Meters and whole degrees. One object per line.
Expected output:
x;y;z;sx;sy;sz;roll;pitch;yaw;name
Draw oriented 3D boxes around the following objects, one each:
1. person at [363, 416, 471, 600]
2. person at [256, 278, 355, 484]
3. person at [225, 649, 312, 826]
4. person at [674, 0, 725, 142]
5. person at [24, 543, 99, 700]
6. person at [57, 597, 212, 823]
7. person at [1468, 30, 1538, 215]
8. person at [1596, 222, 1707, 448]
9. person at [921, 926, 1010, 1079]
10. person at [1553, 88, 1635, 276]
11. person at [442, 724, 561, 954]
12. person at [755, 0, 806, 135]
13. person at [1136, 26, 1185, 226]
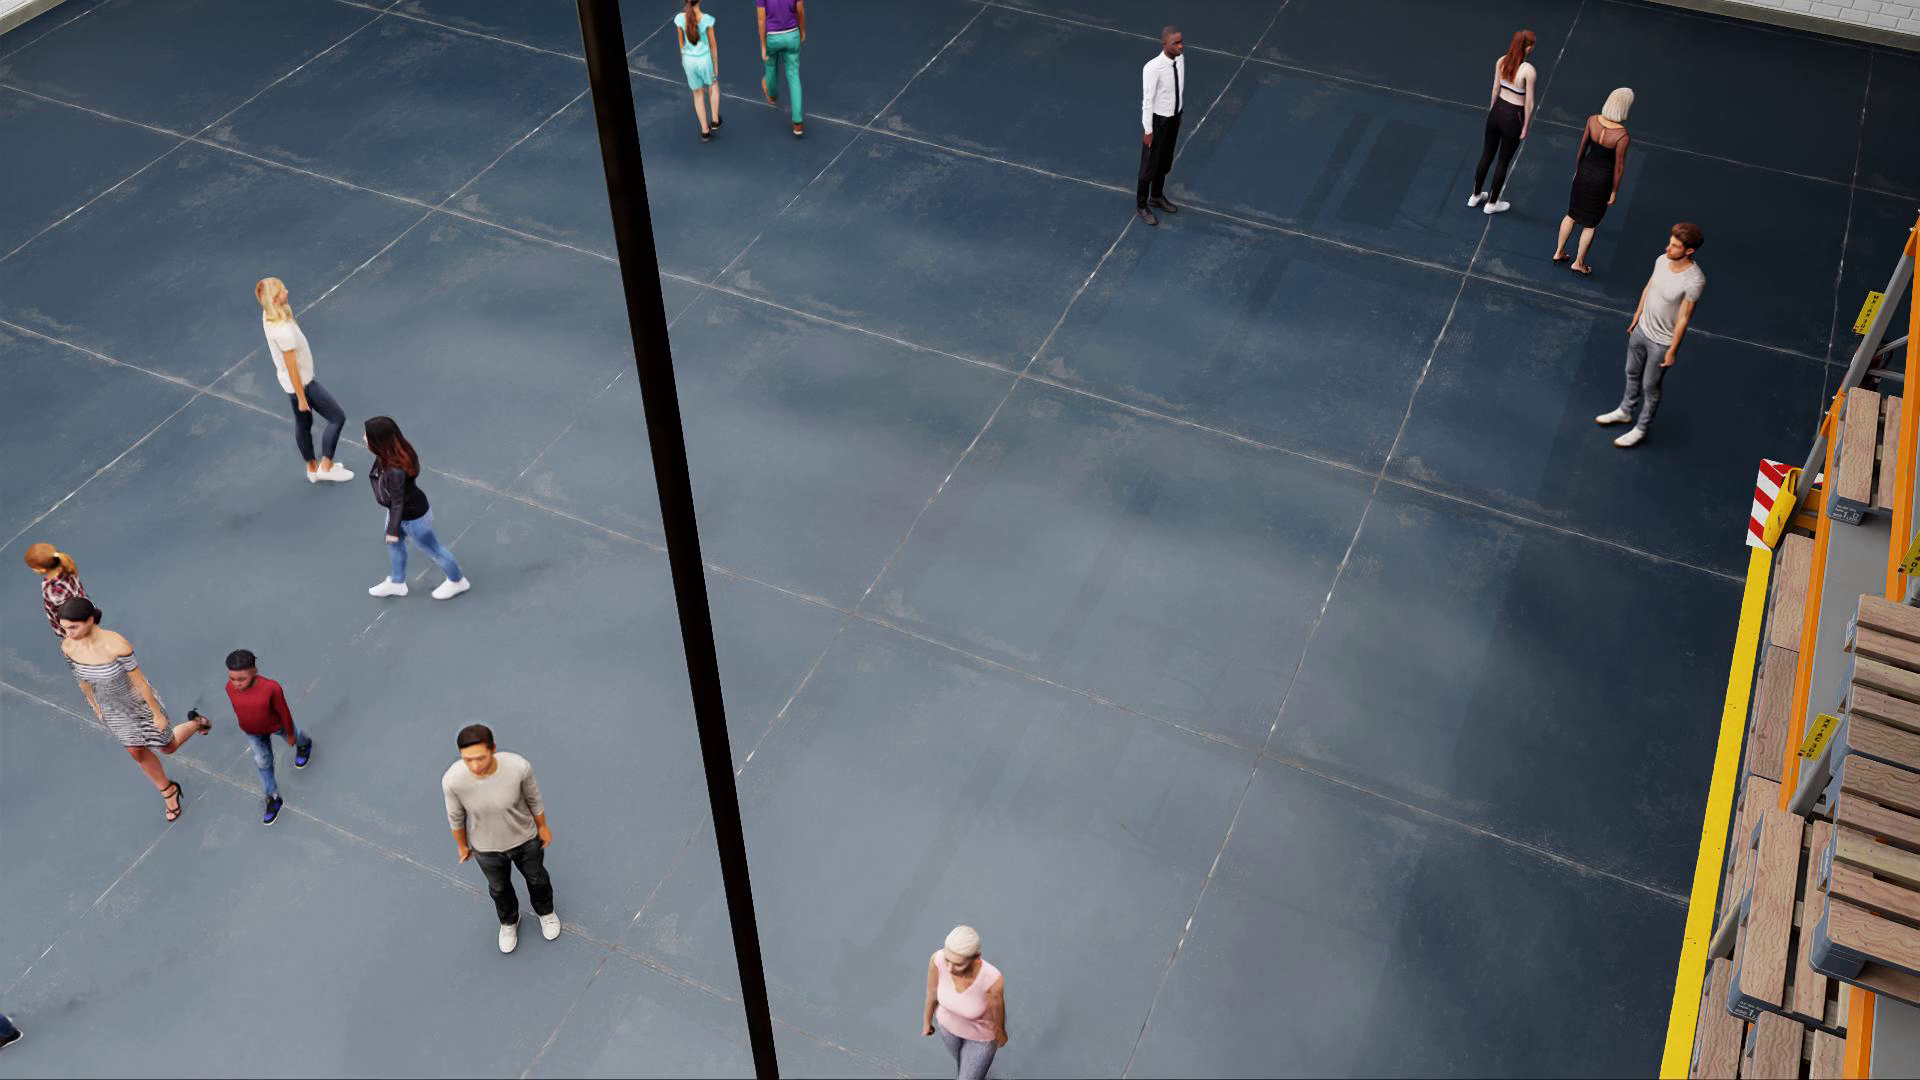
-3.655;-0.201;11.296;1.034;1.612;0.976;-15;46;-15;person
-4.896;-1.103;12.108;0.734;1.798;0.700;-28;50;-26;person
-4.238;1.073;10.242;0.769;1.221;0.968;-1;44;-1;person
-2.504;-4.532;15.890;0.653;1.547;0.701;-1;44;-1;person
-5.715;0.505;10.776;0.682;1.306;0.603;-7;44;-7;person
-4.909;0.935;9.966;0.810;1.803;0.982;2;44;2;person
4.895;-3.755;14.934;0.674;1.740;0.667;-26;50;-25;person
5.265;-1.555;12.517;0.804;1.889;0.737;-12;45;-13;person
0.078;2.416;8.477;0.607;1.711;0.734;23;48;22;person
5.415;-3.061;14.201;0.680;1.747;0.675;-24;49;-23;person
-2.531;1.622;9.238;0.727;1.811;0.769;-11;45;-12;person
-1.687;-4.743;15.987;1.145;1.718;1.227;-13;45;-13;person
1.796;-3.728;14.836;0.764;1.836;0.592;34;53;30;person
